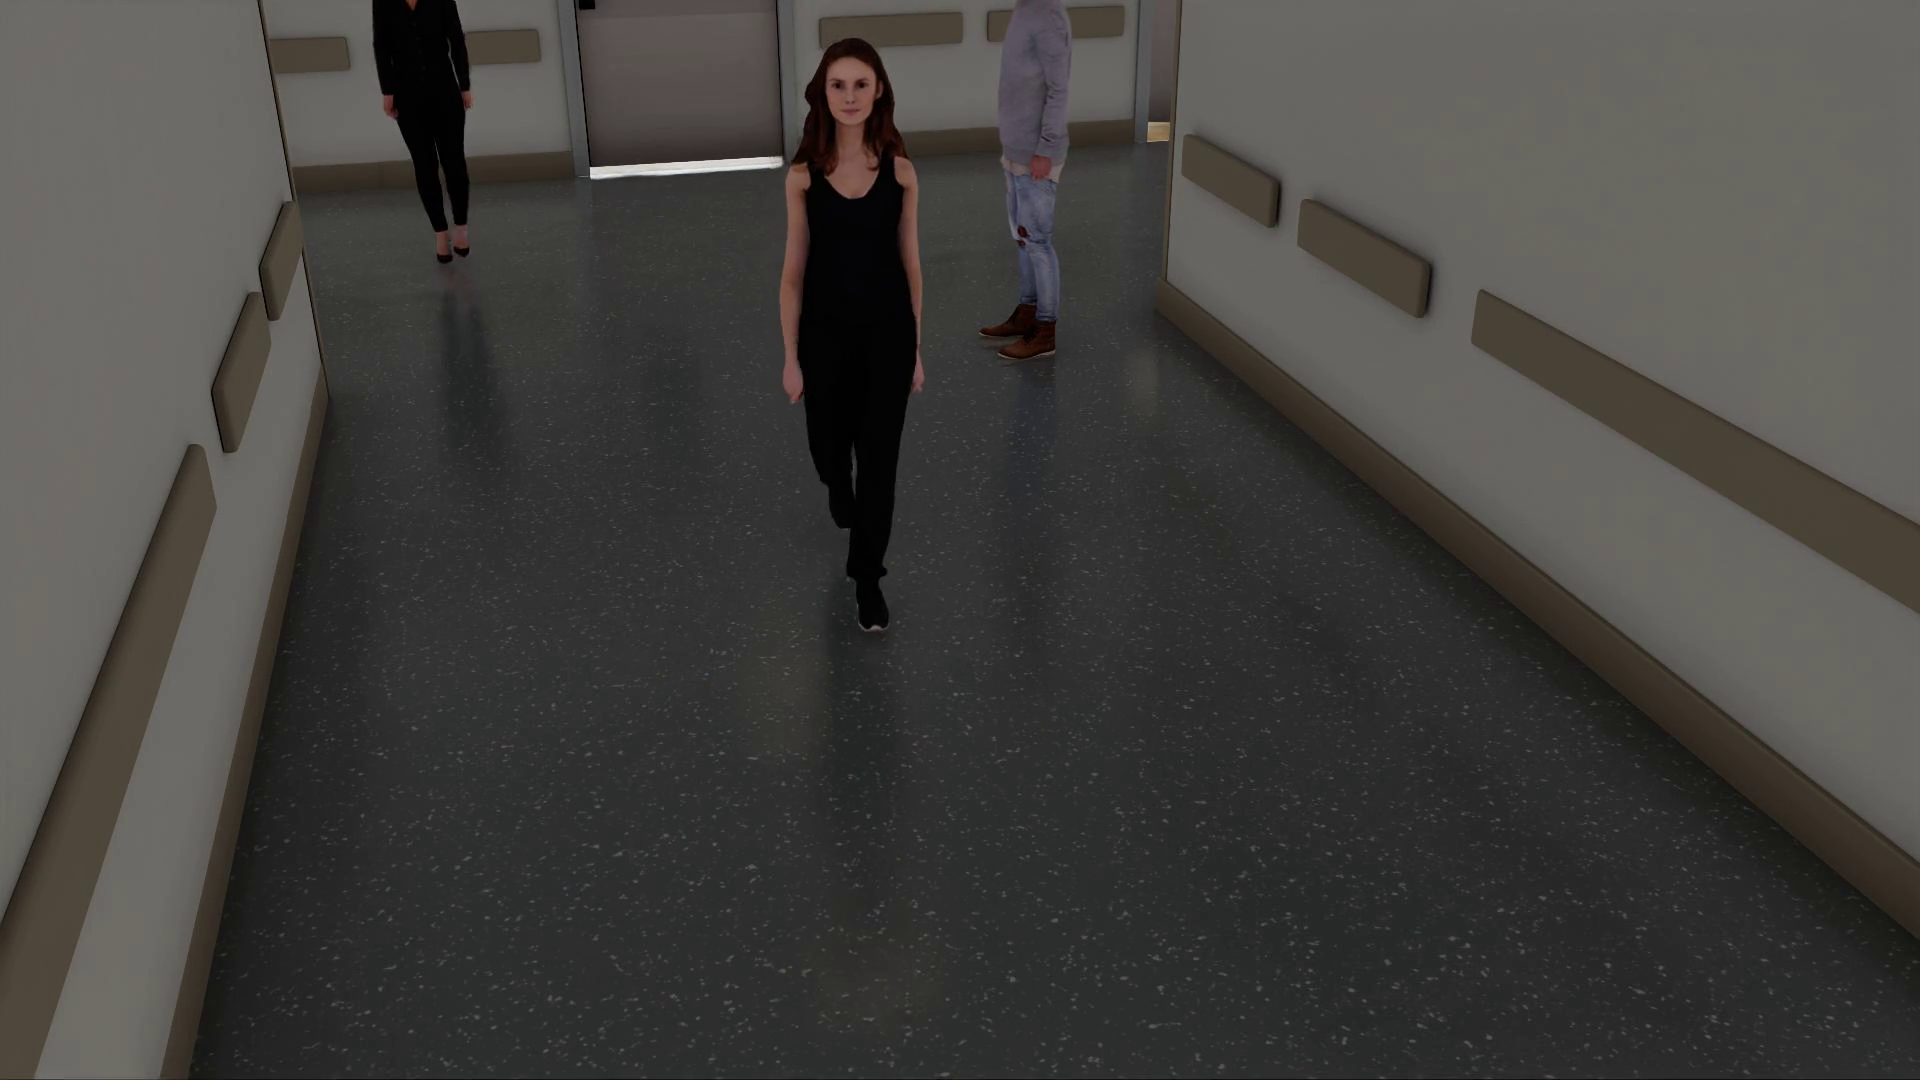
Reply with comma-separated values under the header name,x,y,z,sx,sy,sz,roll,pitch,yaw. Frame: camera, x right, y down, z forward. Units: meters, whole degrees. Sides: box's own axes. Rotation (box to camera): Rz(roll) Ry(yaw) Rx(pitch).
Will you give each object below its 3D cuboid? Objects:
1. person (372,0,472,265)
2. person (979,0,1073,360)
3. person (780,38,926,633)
name,x,y,z,sx,sy,sz,roll,pitch,yaw
person,-2.697,-2.231,8.391,0.522,1.694,0.642,-6,26,-11
person,0.309,-1.704,7.133,0.553,1.838,0.673,-6,26,-12
person,-0.318,-0.629,5.033,0.999,1.725,0.729,-4,26,-7
